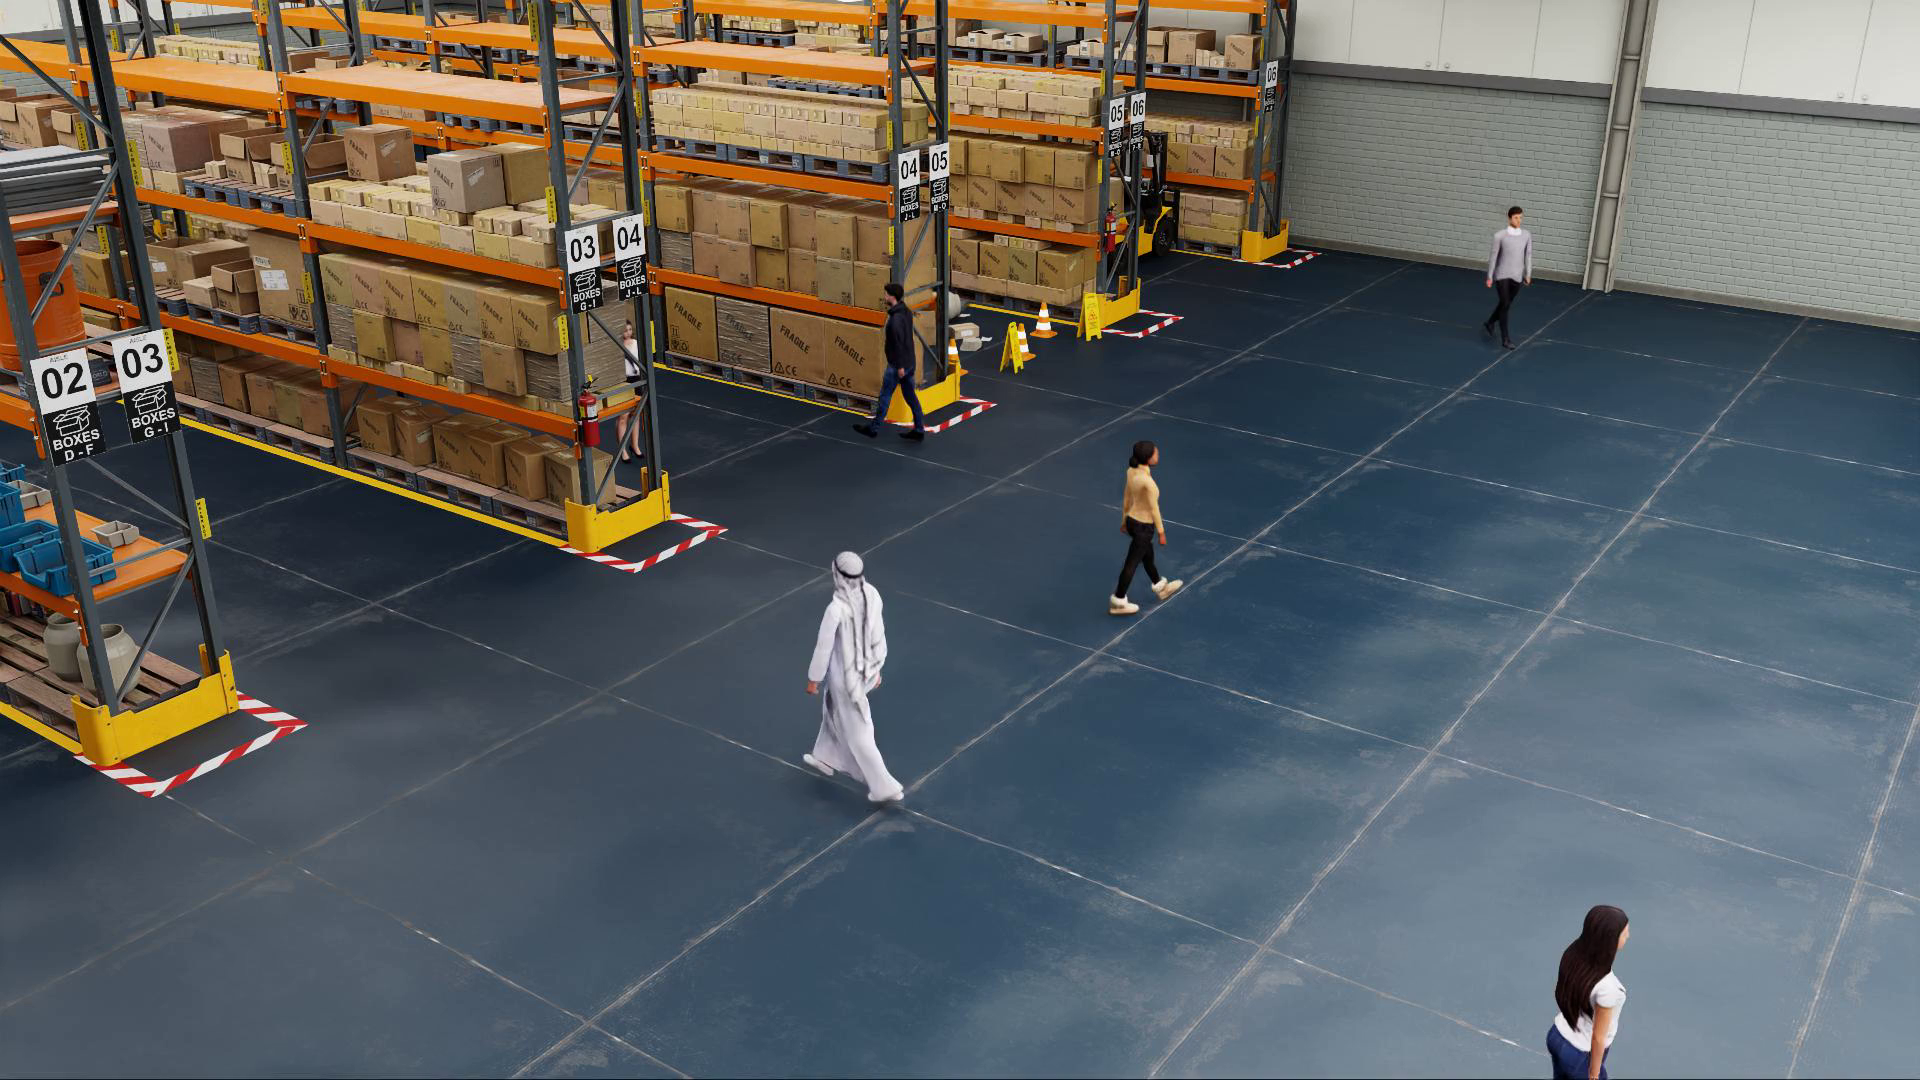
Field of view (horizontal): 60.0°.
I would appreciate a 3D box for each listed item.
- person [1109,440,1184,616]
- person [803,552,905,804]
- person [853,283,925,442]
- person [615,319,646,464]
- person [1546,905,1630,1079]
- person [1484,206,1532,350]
[{"bbox_3d":[1.544,-0.085,14.898,1.032,1.625,1.045,-8,24,-19],"label":"person"},{"bbox_3d":[-0.721,1.032,11.941,1.221,1.885,0.669,16,28,33],"label":"person"},{"bbox_3d":[-0.591,-2.011,19.135,1.157,1.855,0.918,6,24,14],"label":"person"},{"bbox_3d":[-3.725,-1.689,18.643,0.539,1.648,0.572,19,30,37],"label":"person"},{"bbox_3d":[3.023,2.609,8.390,0.850,1.762,0.785,-3,23,-6],"label":"person"},{"bbox_3d":[7.517,-3.650,22.931,1.230,1.901,1.330,-6,24,-13],"label":"person"}]
